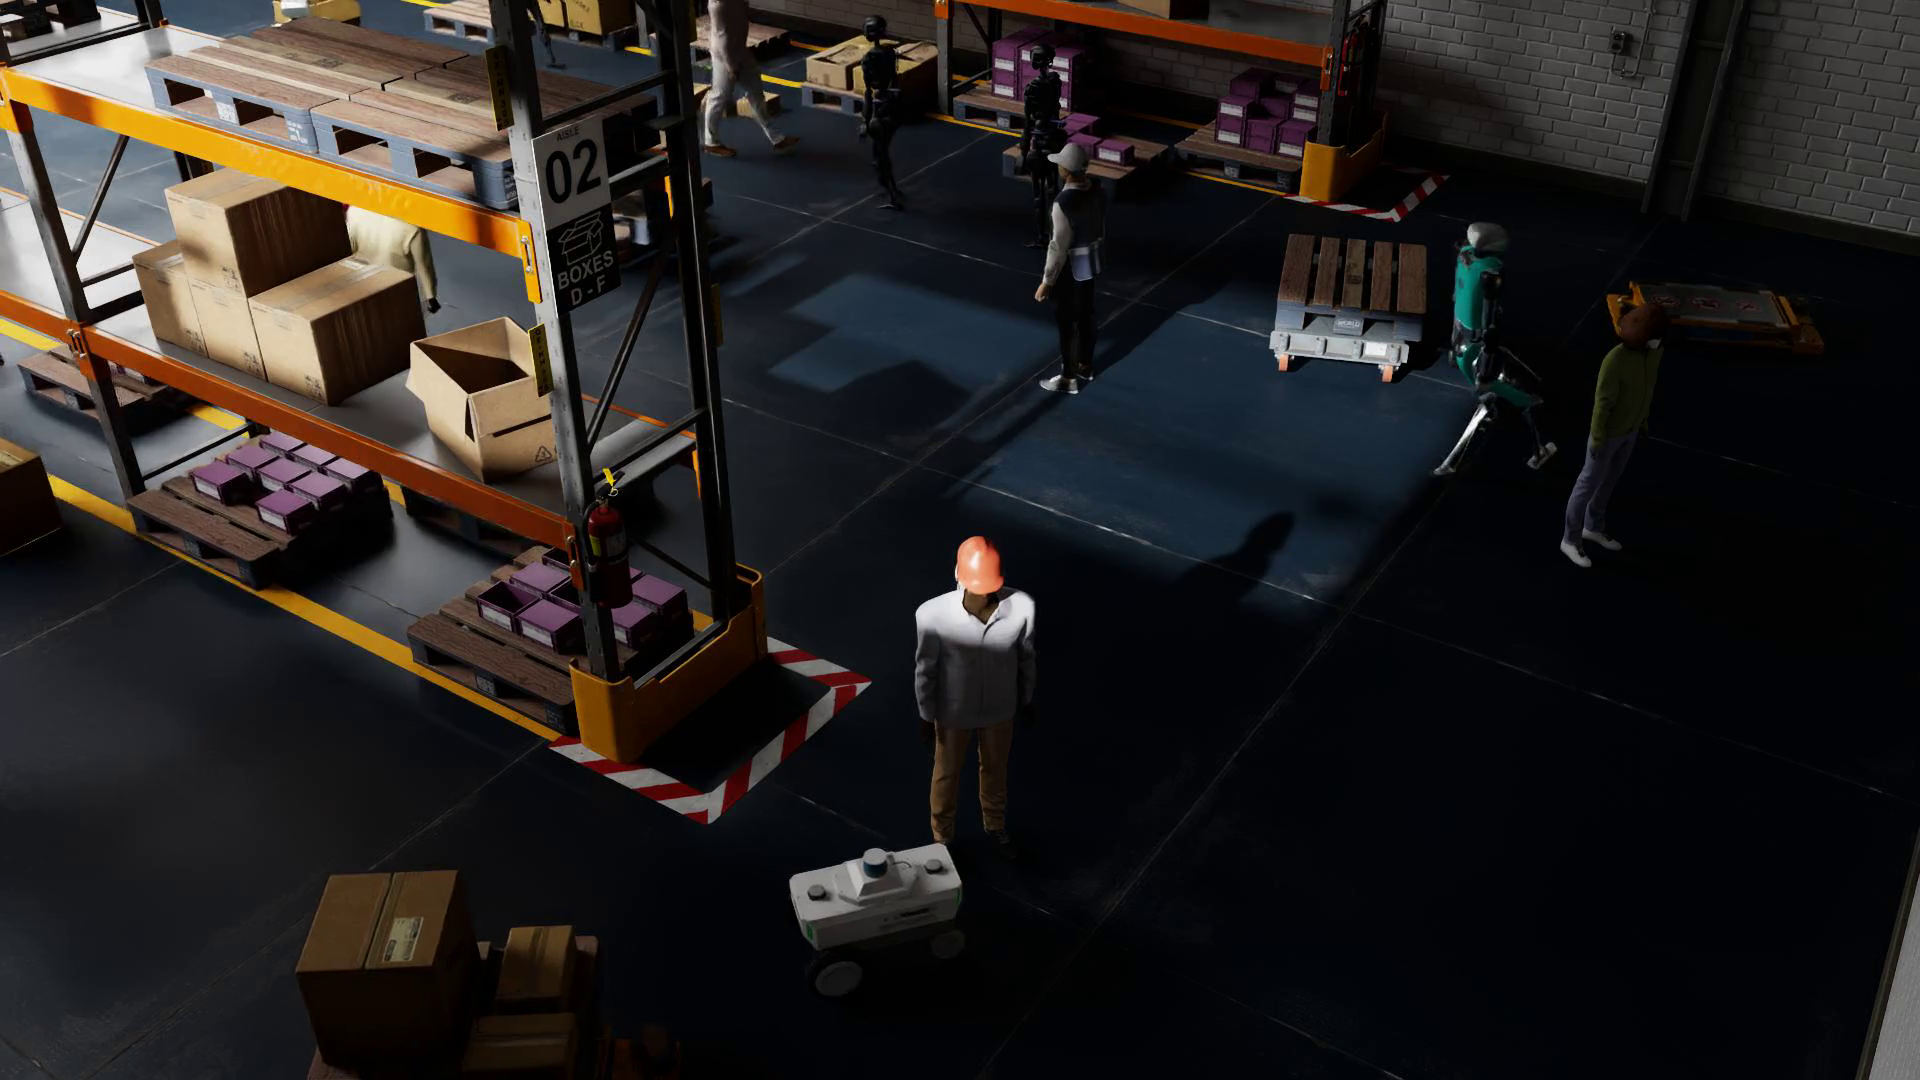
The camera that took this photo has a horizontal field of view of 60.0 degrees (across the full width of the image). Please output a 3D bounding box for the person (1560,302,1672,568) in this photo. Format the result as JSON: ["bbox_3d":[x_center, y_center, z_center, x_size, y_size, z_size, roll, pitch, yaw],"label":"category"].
[{"bbox_3d":[3.790,-0.620,9.573,0.498,1.633,0.279,-21,39,-29],"label":"person"}]

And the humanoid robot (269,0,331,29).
[{"bbox_3d":[-5.452,-3.665,14.194,0.550,1.755,1.045,-14,35,-20],"label":"humanoid robot"}]

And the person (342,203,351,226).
[{"bbox_3d":[-4.557,-2.355,12.054,0.435,1.830,0.556,11,35,16],"label":"person"}]

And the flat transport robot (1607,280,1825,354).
[{"bbox_3d":[5.633,-1.664,12.430,1.431,0.231,0.659,6,34,10],"label":"flat transport robot"}]

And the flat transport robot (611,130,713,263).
[{"bbox_3d":[-2.801,-2.673,13.981,0.659,0.231,1.431,15,36,21],"label":"flat transport robot"}]

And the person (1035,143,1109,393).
[{"bbox_3d":[0.765,-1.847,11.344,0.447,1.757,0.768,20,38,28],"label":"person"}]

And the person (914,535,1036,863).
[{"bbox_3d":[0.076,0.730,7.388,0.560,1.752,0.327,-9,34,-13],"label":"person"}]

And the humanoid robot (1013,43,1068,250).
[{"bbox_3d":[0.664,-3.187,13.468,0.315,1.657,0.599,20,38,27],"label":"humanoid robot"}]

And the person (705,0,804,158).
[{"bbox_3d":[-1.960,-4.383,15.123,0.995,1.887,0.637,9,34,14],"label":"person"}]

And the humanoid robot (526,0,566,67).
[{"bbox_3d":[-4.608,-5.807,17.551,0.791,1.620,0.610,20,38,28],"label":"humanoid robot"}]

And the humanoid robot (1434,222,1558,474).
[{"bbox_3d":[3.451,-1.146,10.312,0.992,1.761,0.558,-5,33,-8],"label":"humanoid robot"}]

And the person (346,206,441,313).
[{"bbox_3d":[-3.790,-1.706,11.179,0.587,1.700,0.554,10,34,15],"label":"person"}]

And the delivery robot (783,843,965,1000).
[{"bbox_3d":[-0.383,1.590,7.174,0.783,0.601,0.499,-10,34,-15],"label":"delivery robot"}]

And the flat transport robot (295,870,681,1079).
[{"bbox_3d":[-1.832,2.228,6.448,1.431,0.231,0.659,-2,33,-3],"label":"flat transport robot"}]

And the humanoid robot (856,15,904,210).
[{"bbox_3d":[-0.653,-3.630,14.173,0.359,1.648,0.616,14,35,20],"label":"humanoid robot"}]
